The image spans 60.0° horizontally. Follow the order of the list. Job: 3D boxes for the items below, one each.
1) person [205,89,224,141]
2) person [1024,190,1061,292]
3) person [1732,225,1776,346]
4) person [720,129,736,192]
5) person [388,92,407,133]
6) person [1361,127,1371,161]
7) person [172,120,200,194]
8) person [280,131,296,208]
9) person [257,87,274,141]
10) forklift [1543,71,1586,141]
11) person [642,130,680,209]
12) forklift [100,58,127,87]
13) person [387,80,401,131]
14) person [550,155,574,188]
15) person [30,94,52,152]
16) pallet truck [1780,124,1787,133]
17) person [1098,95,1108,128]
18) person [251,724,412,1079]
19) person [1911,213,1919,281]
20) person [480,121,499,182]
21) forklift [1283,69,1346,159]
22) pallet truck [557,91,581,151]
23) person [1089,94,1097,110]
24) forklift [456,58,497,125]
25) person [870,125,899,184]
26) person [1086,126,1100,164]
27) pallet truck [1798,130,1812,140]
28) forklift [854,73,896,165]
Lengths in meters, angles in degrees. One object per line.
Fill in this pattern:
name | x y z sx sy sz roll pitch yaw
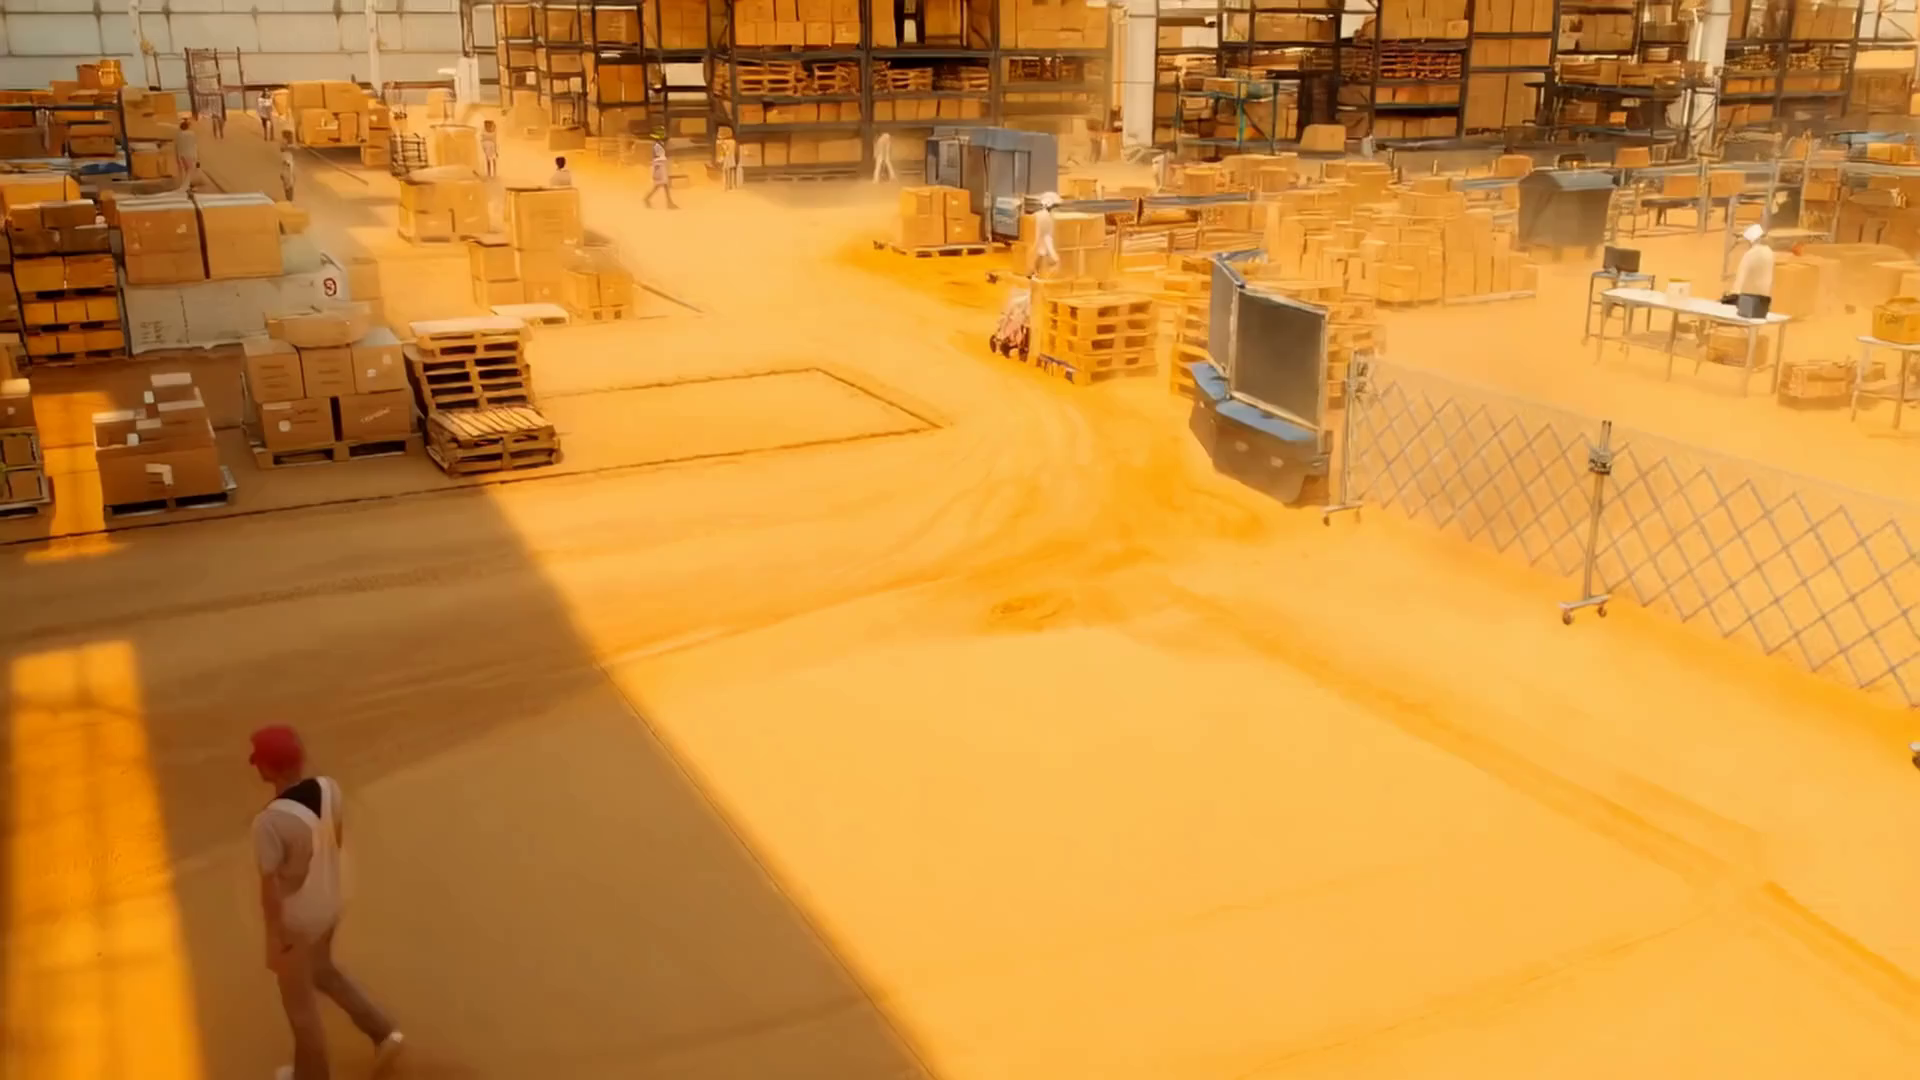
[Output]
person | -27.594 -15.720 61.518 0.429 1.844 0.625 15 23 38
person | 1.458 -4.781 27.330 0.980 1.879 0.589 3 18 11
person | 11.331 -3.553 23.652 0.634 1.797 0.613 -8 20 -24
person | -6.191 -10.132 44.421 0.306 1.640 0.522 14 23 37
person | -19.687 -14.720 58.294 0.593 1.910 0.383 -6 19 -17
person | 11.116 -10.452 45.451 0.572 1.615 0.514 7 19 21
person | -20.304 -10.012 43.593 0.639 1.924 0.547 1 18 4
person | -15.934 -8.716 39.509 0.382 1.955 0.606 -12 21 -32
person | -25.579 -15.676 61.220 0.545 1.942 0.354 -2 18 -5
forklift | 18.685 -13.231 52.085 1.873 2.768 1.129 -9 20 -26
person | -7.360 -9.029 40.555 0.926 1.909 0.542 1 18 4
forklift | -33.134 -17.500 65.392 1.129 2.768 1.873 7 19 21
person | -22.447 -17.239 66.005 0.383 1.993 0.622 15 23 38
person | -8.191 -7.000 34.347 0.515 1.840 0.830 -7 19 -22
person | -31.361 -14.248 56.811 0.636 1.915 0.644 -10 20 -29
pallet truck | 25.206 -12.542 52.601 1.601 1.201 0.680 0 18 -2
person | 5.458 -15.789 61.429 0.636 2.024 0.686 -3 18 -10
person | -2.846 1.664 7.351 0.568 1.830 0.507 5 18 15
person | 17.515 -5.626 29.807 0.644 2.009 0.537 7 19 20
person | -13.288 -10.979 46.983 0.322 1.689 0.530 15 23 39
forklift | 11.615 -13.871 54.079 1.129 2.768 1.873 -9 20 -27
pallet truck | -13.495 -14.412 57.188 0.823 1.965 1.885 -3 18 -9
person | 5.066 -16.475 63.769 0.402 1.904 0.651 -2 18 -5
forklift | -19.308 -17.522 65.460 1.873 2.768 1.129 6 19 17
person | -2.086 -10.791 46.543 0.845 1.599 0.528 -10 20 -28
person | 3.548 -9.989 43.773 0.533 1.767 0.326 15 23 39
pallet truck | 25.526 -11.556 49.408 1.630 1.274 0.653 -9 20 -26
forklift | -2.284 -13.092 51.651 1.873 2.768 1.129 -9 20 -26
